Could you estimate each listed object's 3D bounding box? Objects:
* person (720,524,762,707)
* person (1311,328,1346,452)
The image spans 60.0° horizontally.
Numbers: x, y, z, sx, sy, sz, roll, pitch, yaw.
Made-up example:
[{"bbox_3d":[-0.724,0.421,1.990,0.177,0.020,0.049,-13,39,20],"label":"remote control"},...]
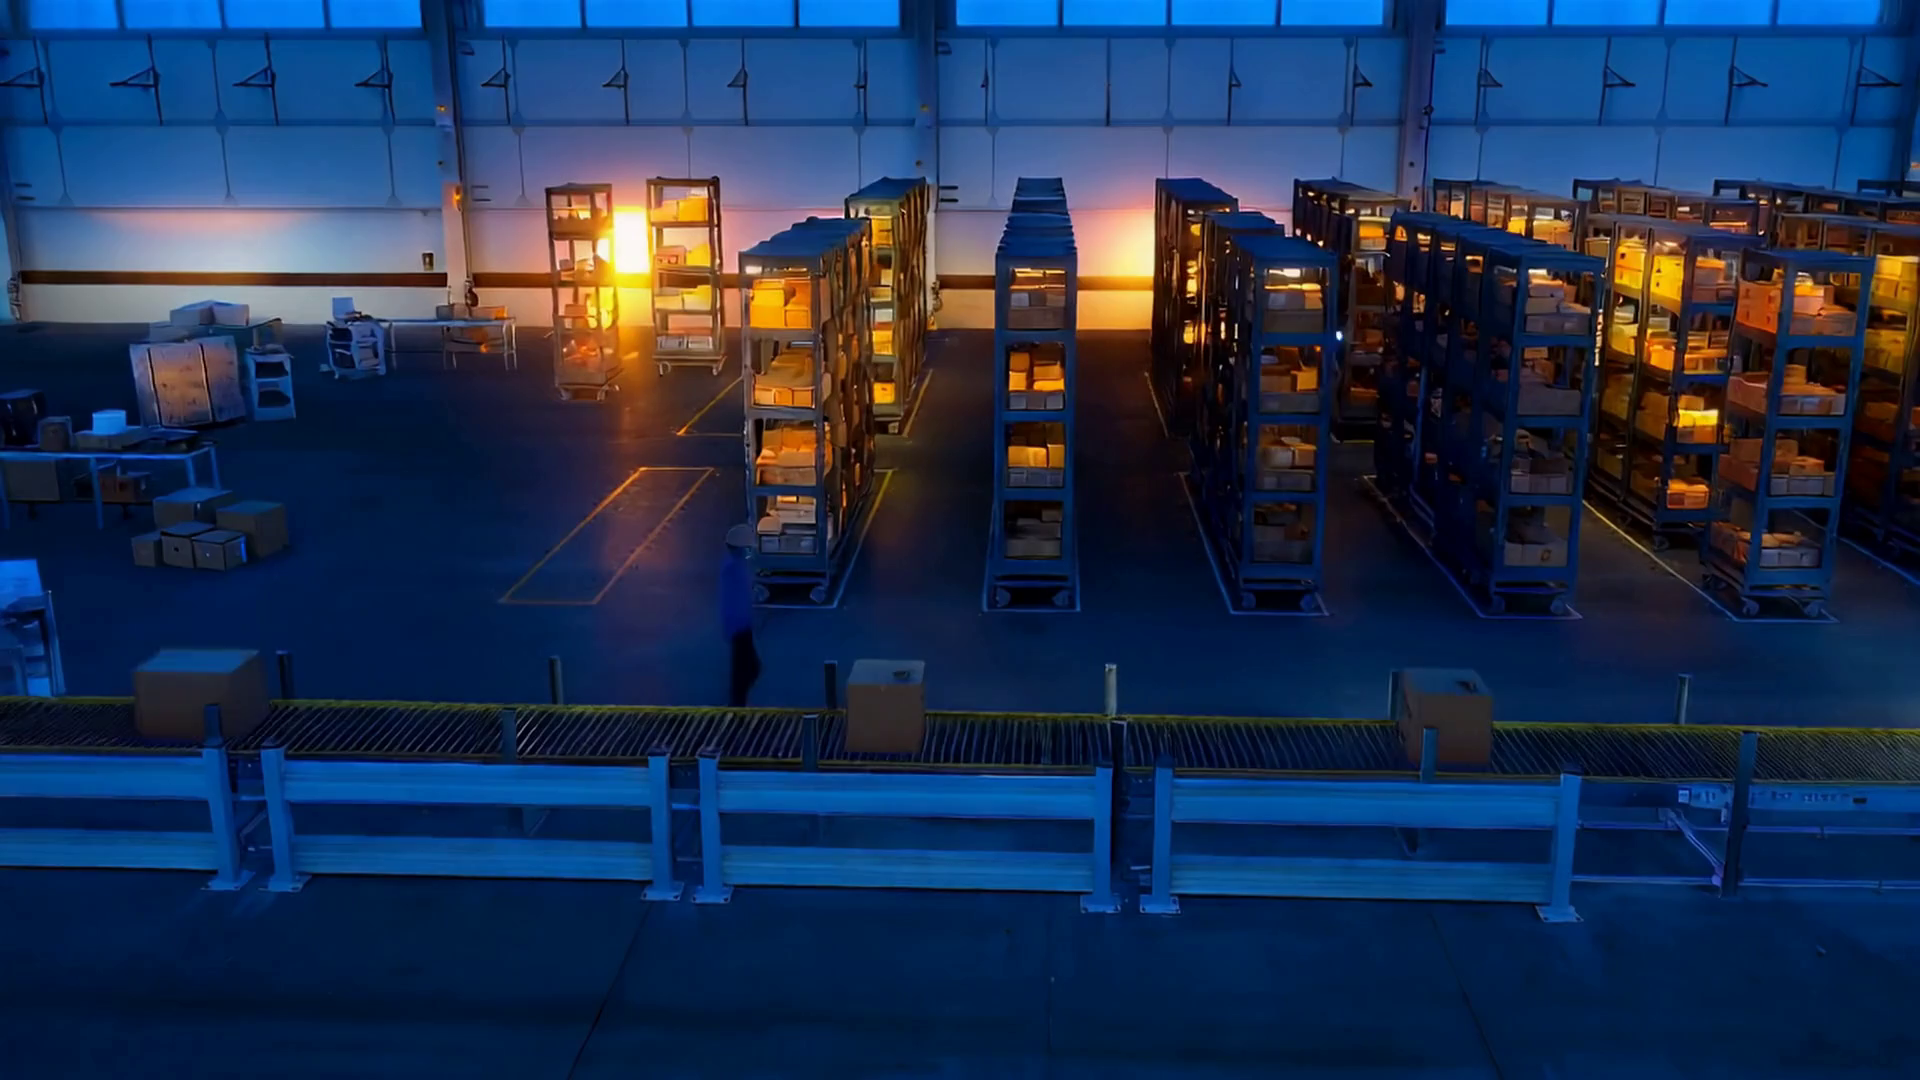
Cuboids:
[{"bbox_3d":[-1.756,0.723,13.522,0.400,1.750,0.555,2,15,6],"label":"person"},{"bbox_3d":[5.411,-2.185,24.226,0.586,1.811,0.614,4,15,13],"label":"person"}]
